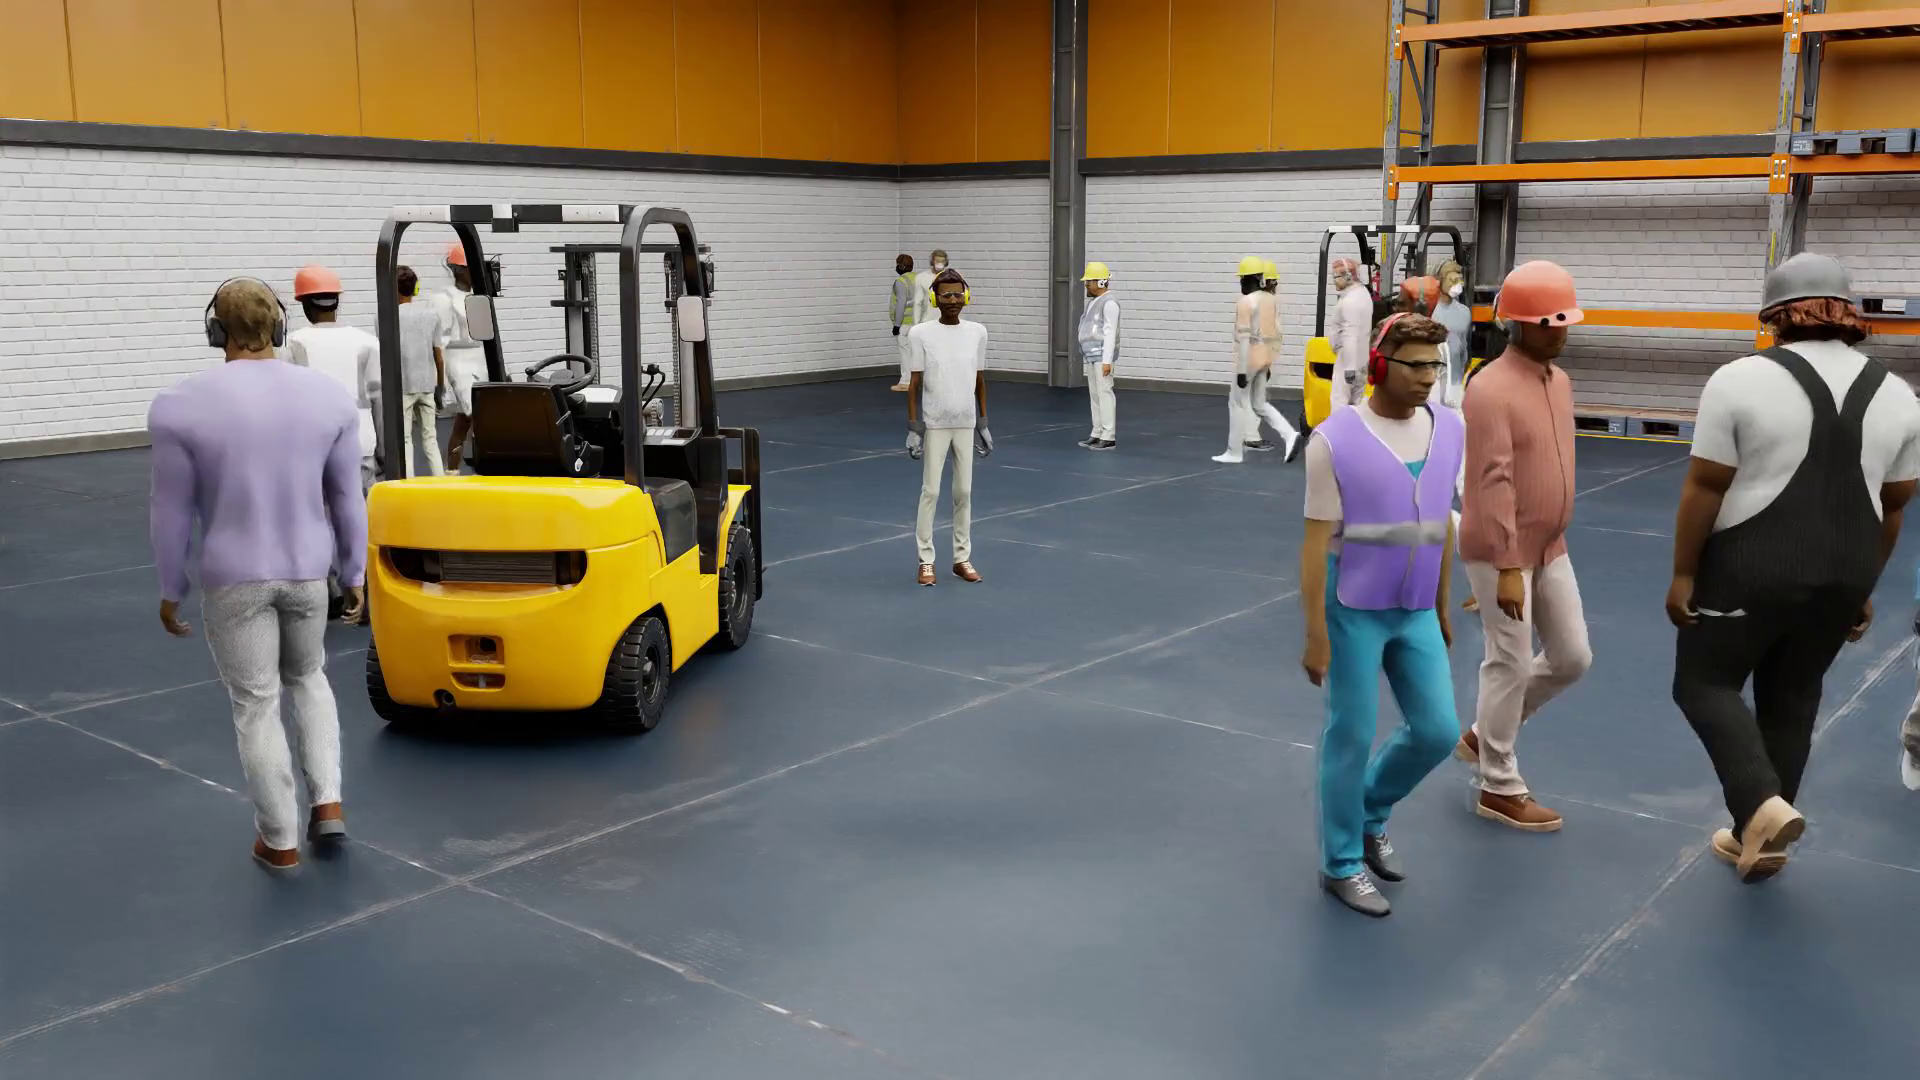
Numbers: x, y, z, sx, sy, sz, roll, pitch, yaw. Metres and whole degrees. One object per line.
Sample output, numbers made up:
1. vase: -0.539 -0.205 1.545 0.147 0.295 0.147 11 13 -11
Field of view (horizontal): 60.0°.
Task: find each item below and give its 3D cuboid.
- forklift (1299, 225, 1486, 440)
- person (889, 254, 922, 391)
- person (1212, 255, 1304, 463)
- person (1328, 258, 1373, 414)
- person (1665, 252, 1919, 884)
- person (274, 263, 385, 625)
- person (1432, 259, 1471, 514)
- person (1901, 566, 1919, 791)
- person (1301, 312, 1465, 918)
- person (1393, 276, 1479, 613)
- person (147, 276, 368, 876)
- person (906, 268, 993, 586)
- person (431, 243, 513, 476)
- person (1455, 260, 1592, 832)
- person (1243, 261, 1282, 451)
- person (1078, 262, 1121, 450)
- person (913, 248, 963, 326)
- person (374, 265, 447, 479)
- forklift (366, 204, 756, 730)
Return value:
1. forklift: 4.449 -2.115 16.993 1.214 2.155 2.313 8 13 38
2. person: -0.748 -2.943 22.557 0.429 1.845 0.621 5 11 24
3. person: 2.698 -1.609 15.011 0.798 1.899 0.595 8 13 39
4. person: 3.728 -1.679 15.485 0.736 1.871 0.697 5 11 26
5. person: 2.582 0.096 5.167 0.732 2.000 0.698 -1 10 -3
6. person: -3.296 -0.489 8.751 0.562 1.917 0.450 -6 12 -30
7. person: 3.585 -1.139 12.436 0.639 1.896 0.949 -4 11 -23
8. person: 3.514 0.222 5.682 0.529 1.603 0.710 3 11 16
9. person: 1.267 0.229 5.024 0.603 1.823 0.447 -5 11 -26
10. person: 2.568 -0.504 9.040 0.938 1.855 0.591 3 11 18
11. person: -2.244 0.126 5.348 0.629 1.924 0.445 -9 13 -40
12. person: -0.058 -0.664 9.856 0.538 1.869 0.312 -4 11 -20
13. person: -3.772 -1.311 13.041 0.864 2.007 0.617 3 11 14
14. person: 1.930 0.038 5.685 0.622 1.964 0.421 -9 13 -40
15. person: 2.927 -1.789 16.189 0.404 1.830 0.601 1 10 6
16. person: 1.350 -1.792 16.233 0.403 1.826 0.594 -3 11 -15
17. person: -0.278 -2.743 21.214 0.650 1.924 0.429 0 10 -2
18. person: -3.966 -1.046 12.014 0.533 1.859 0.339 -9 14 -41
19. forklift: -1.766 -0.406 7.525 1.214 2.155 2.313 1 10 7
